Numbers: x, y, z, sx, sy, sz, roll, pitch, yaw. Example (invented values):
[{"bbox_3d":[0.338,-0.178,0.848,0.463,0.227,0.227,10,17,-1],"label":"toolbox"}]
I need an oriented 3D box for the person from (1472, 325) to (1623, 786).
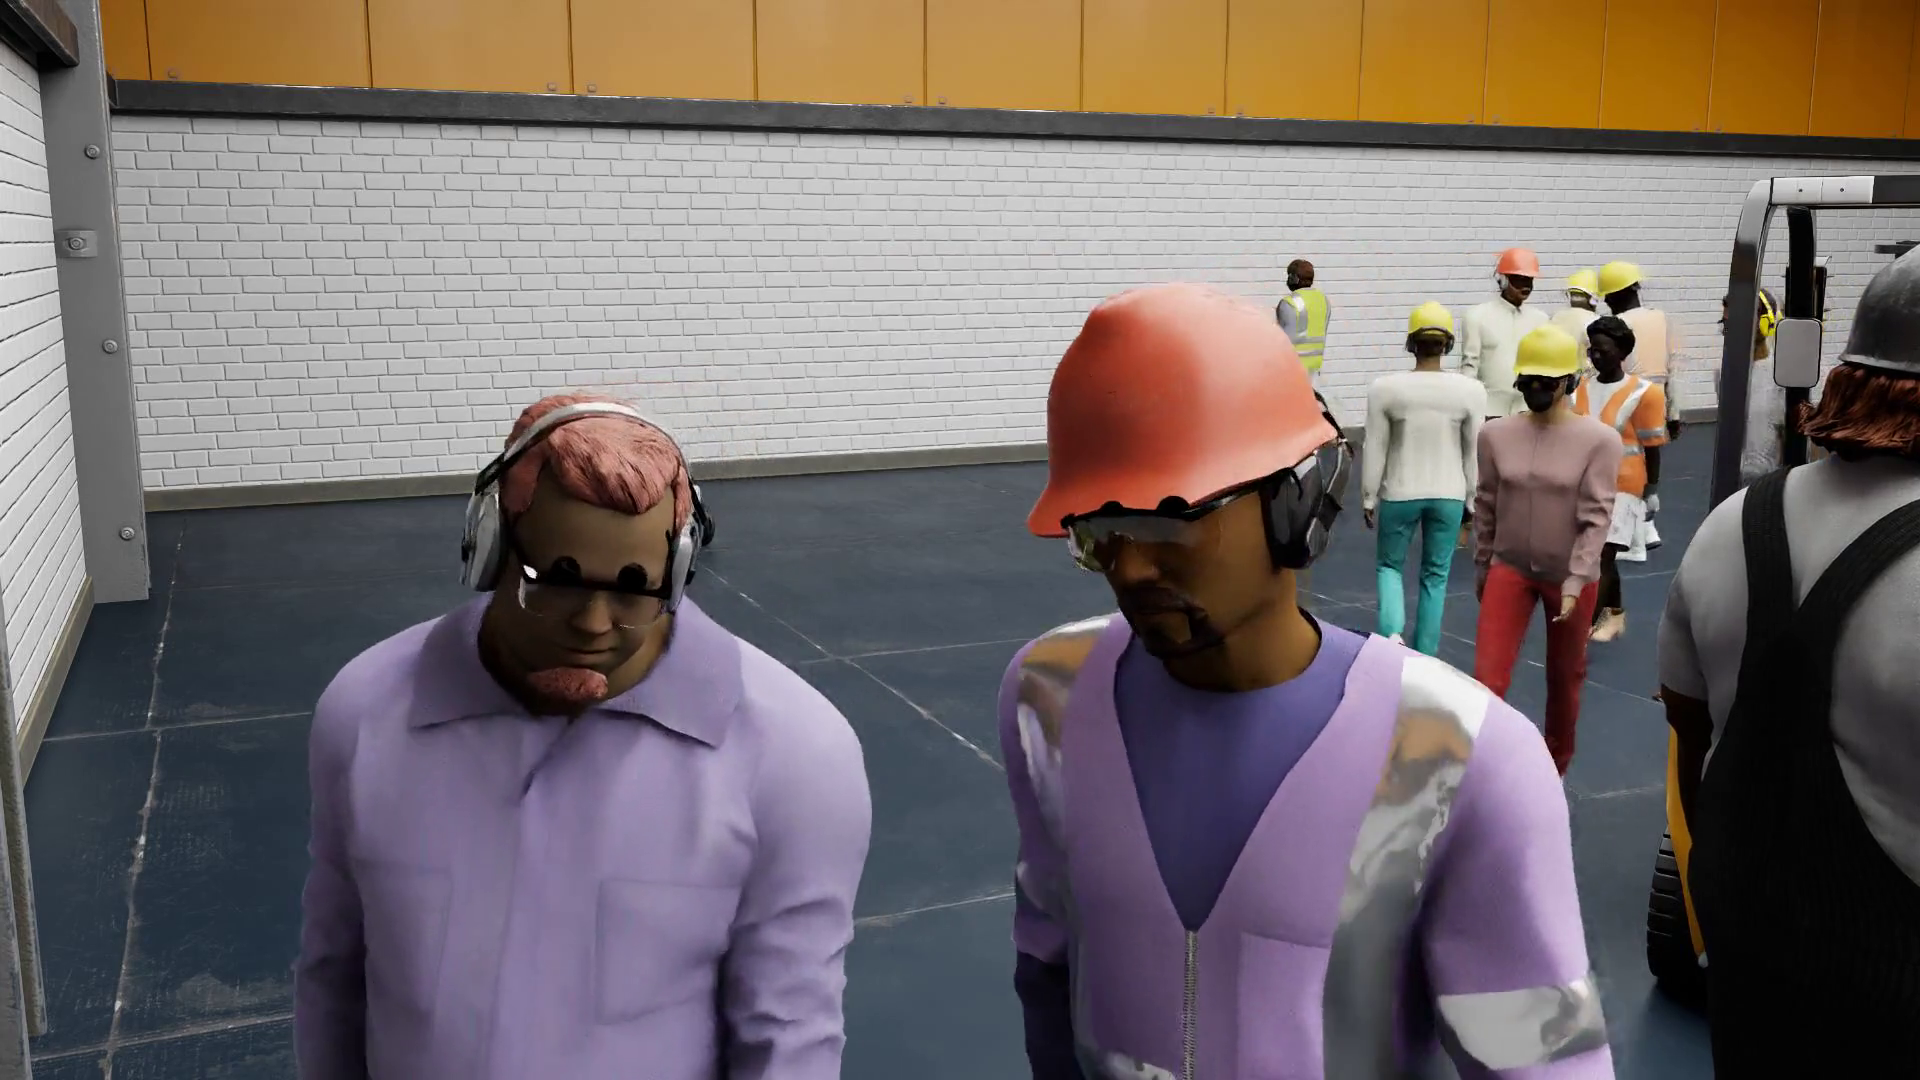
[{"bbox_3d":[1.945,0.140,5.679,0.515,1.723,0.845,7,13,36],"label":"person"}]

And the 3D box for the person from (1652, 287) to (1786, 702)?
[{"bbox_3d":[3.523,-0.198,7.300,0.911,1.828,0.504,-5,11,-24],"label":"person"}]

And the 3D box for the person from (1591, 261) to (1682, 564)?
[{"bbox_3d":[4.160,-0.782,10.339,0.657,1.880,0.420,-5,11,-26],"label":"person"}]

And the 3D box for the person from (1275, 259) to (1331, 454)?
[{"bbox_3d":[2.912,-1.493,14.380,0.622,1.845,0.429,-10,14,-42],"label":"person"}]

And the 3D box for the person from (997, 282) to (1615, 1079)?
[{"bbox_3d":[0.328,0.746,1.672,0.747,1.972,1.058,7,12,32],"label":"person"}]

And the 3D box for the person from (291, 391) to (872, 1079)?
[{"bbox_3d":[-0.439,0.783,1.782,0.681,1.869,0.768,0,10,1],"label":"person"}]

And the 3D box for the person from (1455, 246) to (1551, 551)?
[{"bbox_3d":[3.343,-0.819,10.289,0.628,1.973,0.580,-2,11,-13],"label":"person"}]

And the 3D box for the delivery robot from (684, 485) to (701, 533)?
[{"bbox_3d":[-2.017,-0.285,11.010,0.477,0.478,0.707,-8,13,-38],"label":"delivery robot"}]

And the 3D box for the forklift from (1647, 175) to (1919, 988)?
[{"bbox_3d":[2.810,0.094,4.662,1.214,2.155,2.313,7,12,34],"label":"forklift"}]

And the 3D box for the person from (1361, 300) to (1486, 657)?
[{"bbox_3d":[2.060,-0.185,7.417,0.530,1.753,0.494,2,11,12],"label":"person"}]

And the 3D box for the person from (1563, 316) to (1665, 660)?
[{"bbox_3d":[3.091,-0.256,8.071,0.841,1.646,0.539,-7,12,-33],"label":"person"}]

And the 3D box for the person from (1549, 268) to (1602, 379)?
[{"bbox_3d":[4.329,-1.027,11.885,0.699,1.815,0.598,-7,12,-33],"label":"person"}]
